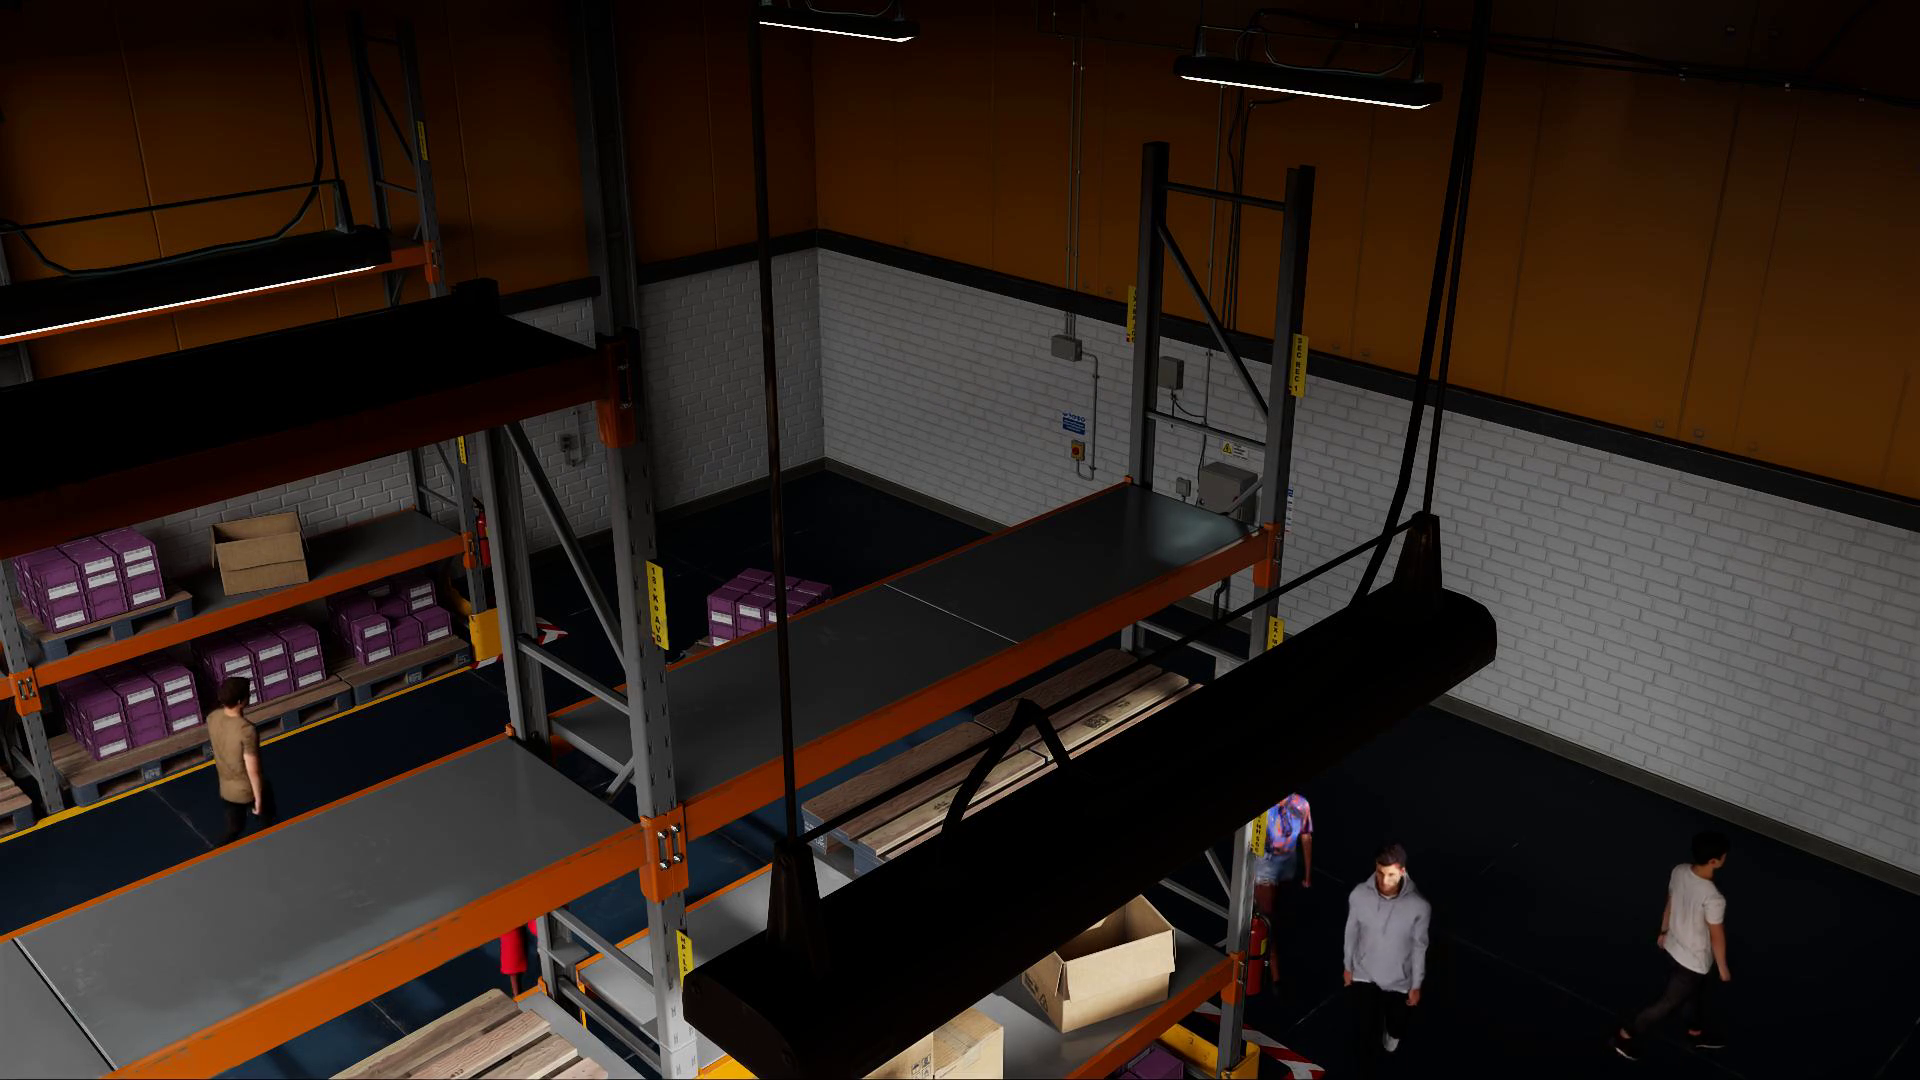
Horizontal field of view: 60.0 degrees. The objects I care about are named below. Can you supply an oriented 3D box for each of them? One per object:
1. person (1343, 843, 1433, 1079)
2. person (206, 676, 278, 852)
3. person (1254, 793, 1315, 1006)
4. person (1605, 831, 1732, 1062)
[{"bbox_3d":[2.673,2.671,10.457,0.979,1.905,1.188,7,25,16],"label":"person"},{"bbox_3d":[-5.396,1.889,12.350,0.950,1.822,1.222,10,25,21],"label":"person"},{"bbox_3d":[2.180,2.266,11.650,1.188,1.692,1.121,-4,24,-9],"label":"person"},{"bbox_3d":[4.633,2.658,10.754,1.165,1.691,1.085,-1,24,-1],"label":"person"}]
